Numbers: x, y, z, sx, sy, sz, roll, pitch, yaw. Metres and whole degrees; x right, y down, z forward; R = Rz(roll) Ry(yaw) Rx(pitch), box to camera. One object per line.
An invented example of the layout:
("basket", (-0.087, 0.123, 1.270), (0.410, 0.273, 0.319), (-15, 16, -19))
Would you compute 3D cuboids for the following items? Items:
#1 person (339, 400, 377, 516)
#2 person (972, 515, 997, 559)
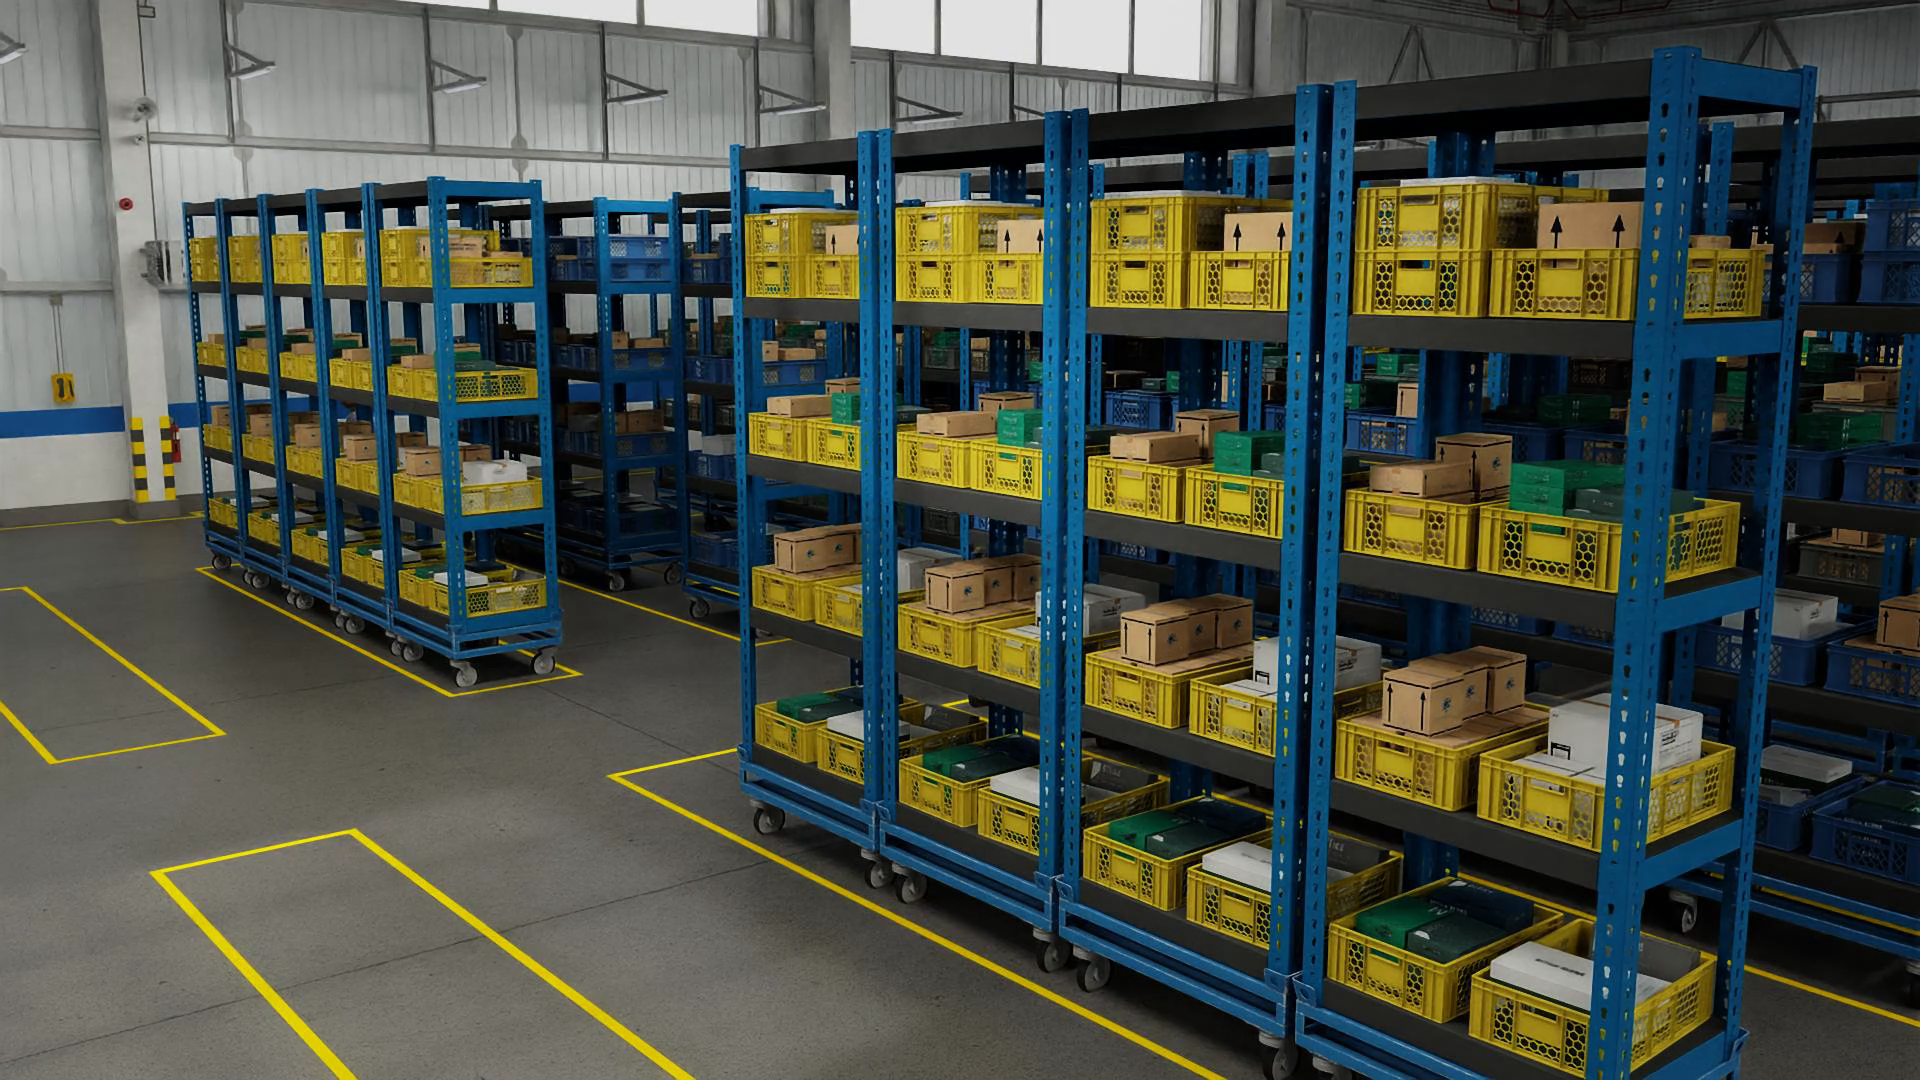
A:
("person", (-6.090, -0.702, 16.966), (0.388, 1.837, 0.560), (-5, 11, -28))
("person", (0.366, 0.012, 12.852), (0.600, 1.788, 0.872), (-4, 10, -23))
